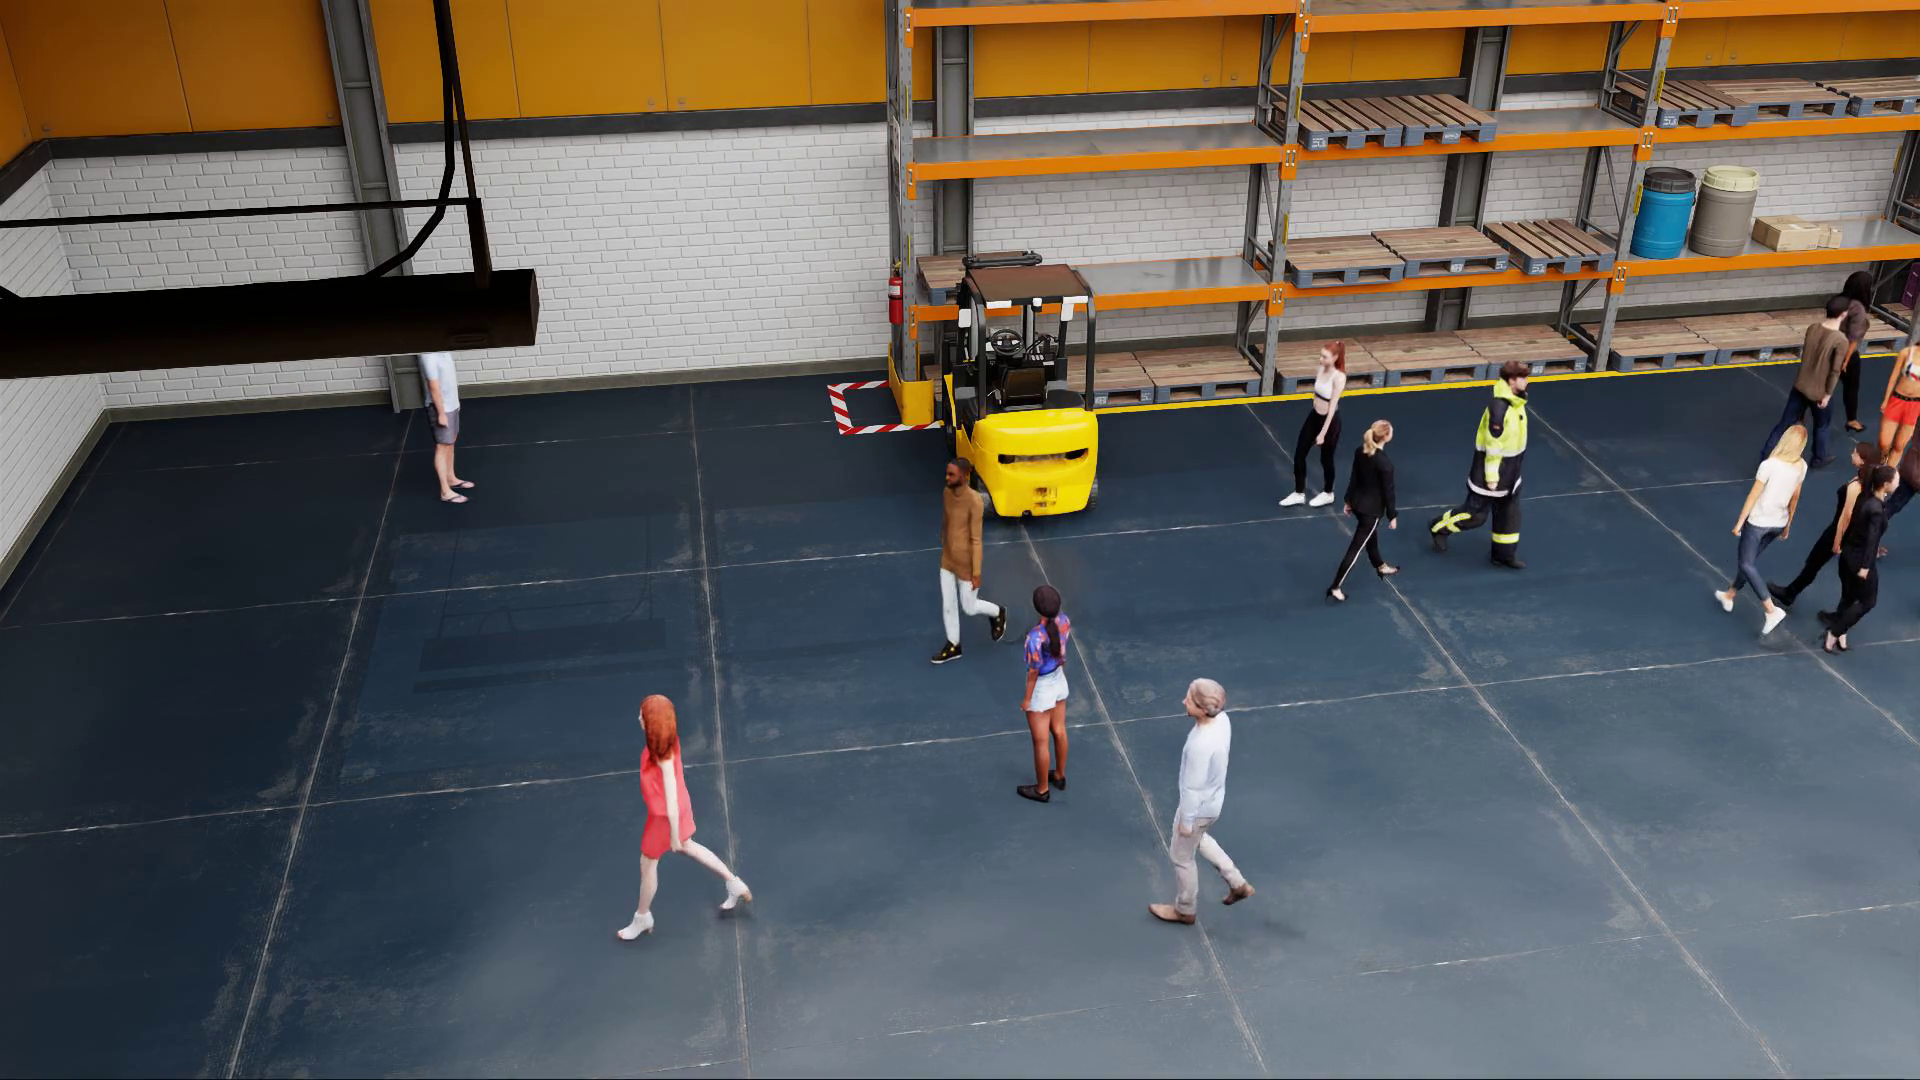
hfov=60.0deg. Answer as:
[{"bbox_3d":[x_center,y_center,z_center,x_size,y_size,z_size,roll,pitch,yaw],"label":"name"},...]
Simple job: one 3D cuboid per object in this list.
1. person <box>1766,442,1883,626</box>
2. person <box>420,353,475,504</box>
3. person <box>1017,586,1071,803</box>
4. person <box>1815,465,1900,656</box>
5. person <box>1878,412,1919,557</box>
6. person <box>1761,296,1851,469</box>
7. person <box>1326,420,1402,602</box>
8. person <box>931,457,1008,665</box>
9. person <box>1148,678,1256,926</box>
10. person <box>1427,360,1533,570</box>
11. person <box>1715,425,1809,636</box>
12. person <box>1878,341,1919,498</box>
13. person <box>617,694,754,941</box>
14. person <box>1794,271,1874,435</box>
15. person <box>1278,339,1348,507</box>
[{"bbox_3d":[7.435,-0.015,13.821,0.976,1.669,0.897,-18,34,-30],"label":"person"},{"bbox_3d":[-4.972,-1.272,15.957,0.592,1.830,0.692,0,29,-1],"label":"person"},{"bbox_3d":[0.616,1.071,11.750,0.725,1.746,0.641,23,36,36],"label":"person"},{"bbox_3d":[7.232,0.157,13.468,0.717,1.705,0.683,8,30,15],"label":"person"},{"bbox_3d":[8.474,-0.593,14.766,1.234,1.779,0.866,-1,29,-2],"label":"person"},{"bbox_3d":[8.283,-1.460,16.287,1.252,1.845,0.885,-13,31,-22],"label":"person"},{"bbox_3d":[3.396,-0.198,14.167,1.123,1.660,0.806,-12,31,-21],"label":"person"},{"bbox_3d":[0.079,0.151,13.379,1.076,1.801,0.943,-23,36,-36],"label":"person"},{"bbox_3d":[1.591,1.678,10.502,1.036,1.875,0.927,11,30,19],"label":"person"},{"bbox_3d":[4.677,-0.669,14.723,1.251,1.953,1.225,21,35,33],"label":"person"},{"bbox_3d":[6.738,-0.066,13.807,0.988,1.772,0.741,-6,29,-10],"label":"person"},{"bbox_3d":[9.141,-1.306,16.066,0.781,1.785,0.836,16,32,26],"label":"person"},{"bbox_3d":[-1.743,1.739,10.480,1.091,1.789,0.610,-3,29,-6],"label":"person"},{"bbox_3d":[8.898,-1.861,17.059,1.051,1.809,0.715,-8,30,-14],"label":"person"},{"bbox_3d":[3.529,-1.085,15.725,0.869,1.724,0.707,-13,31,-22],"label":"person"}]
